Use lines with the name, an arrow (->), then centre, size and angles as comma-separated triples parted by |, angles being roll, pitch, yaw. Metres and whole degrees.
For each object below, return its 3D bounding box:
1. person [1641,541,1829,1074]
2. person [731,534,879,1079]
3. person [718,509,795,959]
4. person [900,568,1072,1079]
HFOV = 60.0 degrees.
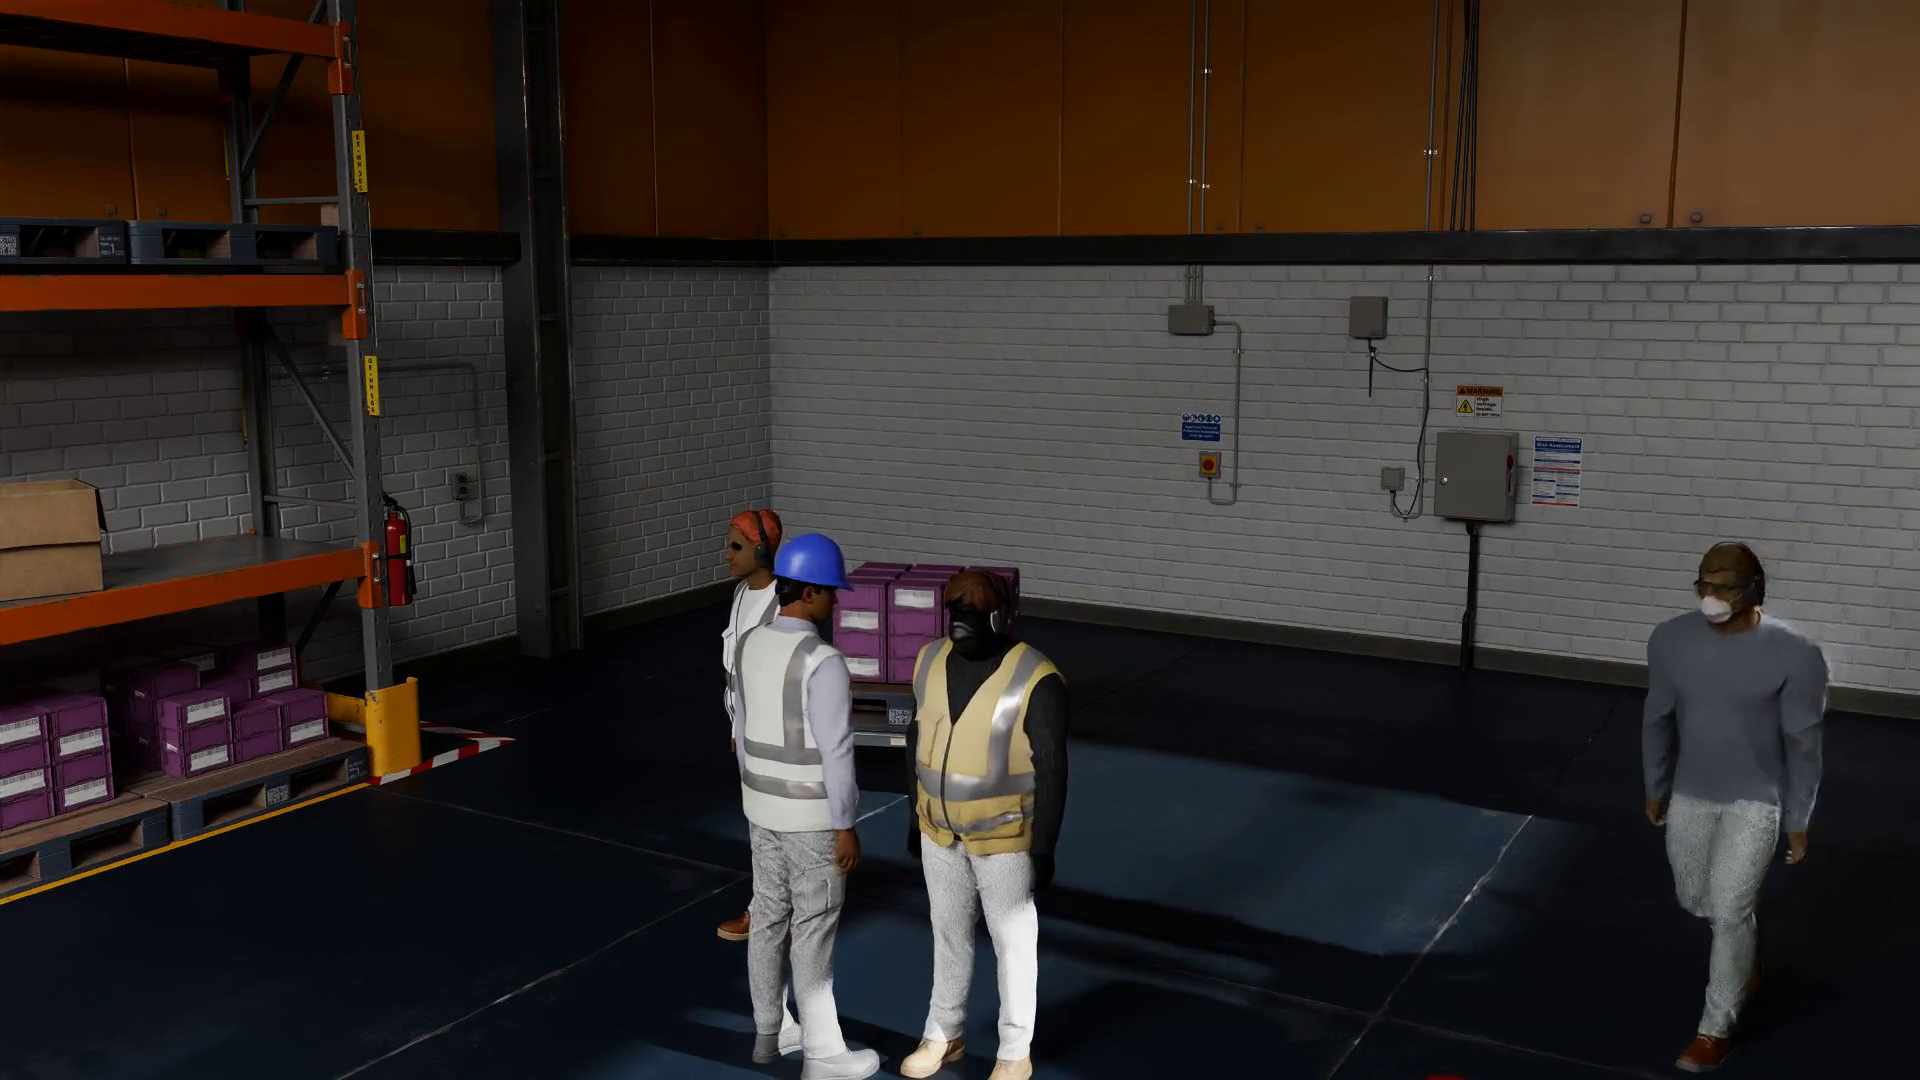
person -> 2.850, 0.923, 6.106 | 0.789, 1.913, 0.630 | -8, 12, -41
person -> -0.554, 0.944, 5.861 | 0.409, 1.934, 0.602 | -8, 12, -39
person -> -0.802, 0.804, 6.890 | 0.337, 1.882, 0.584 | -5, 10, -30
person -> 0.066, 1.007, 5.758 | 0.624, 1.845, 0.430 | 6, 11, 35
